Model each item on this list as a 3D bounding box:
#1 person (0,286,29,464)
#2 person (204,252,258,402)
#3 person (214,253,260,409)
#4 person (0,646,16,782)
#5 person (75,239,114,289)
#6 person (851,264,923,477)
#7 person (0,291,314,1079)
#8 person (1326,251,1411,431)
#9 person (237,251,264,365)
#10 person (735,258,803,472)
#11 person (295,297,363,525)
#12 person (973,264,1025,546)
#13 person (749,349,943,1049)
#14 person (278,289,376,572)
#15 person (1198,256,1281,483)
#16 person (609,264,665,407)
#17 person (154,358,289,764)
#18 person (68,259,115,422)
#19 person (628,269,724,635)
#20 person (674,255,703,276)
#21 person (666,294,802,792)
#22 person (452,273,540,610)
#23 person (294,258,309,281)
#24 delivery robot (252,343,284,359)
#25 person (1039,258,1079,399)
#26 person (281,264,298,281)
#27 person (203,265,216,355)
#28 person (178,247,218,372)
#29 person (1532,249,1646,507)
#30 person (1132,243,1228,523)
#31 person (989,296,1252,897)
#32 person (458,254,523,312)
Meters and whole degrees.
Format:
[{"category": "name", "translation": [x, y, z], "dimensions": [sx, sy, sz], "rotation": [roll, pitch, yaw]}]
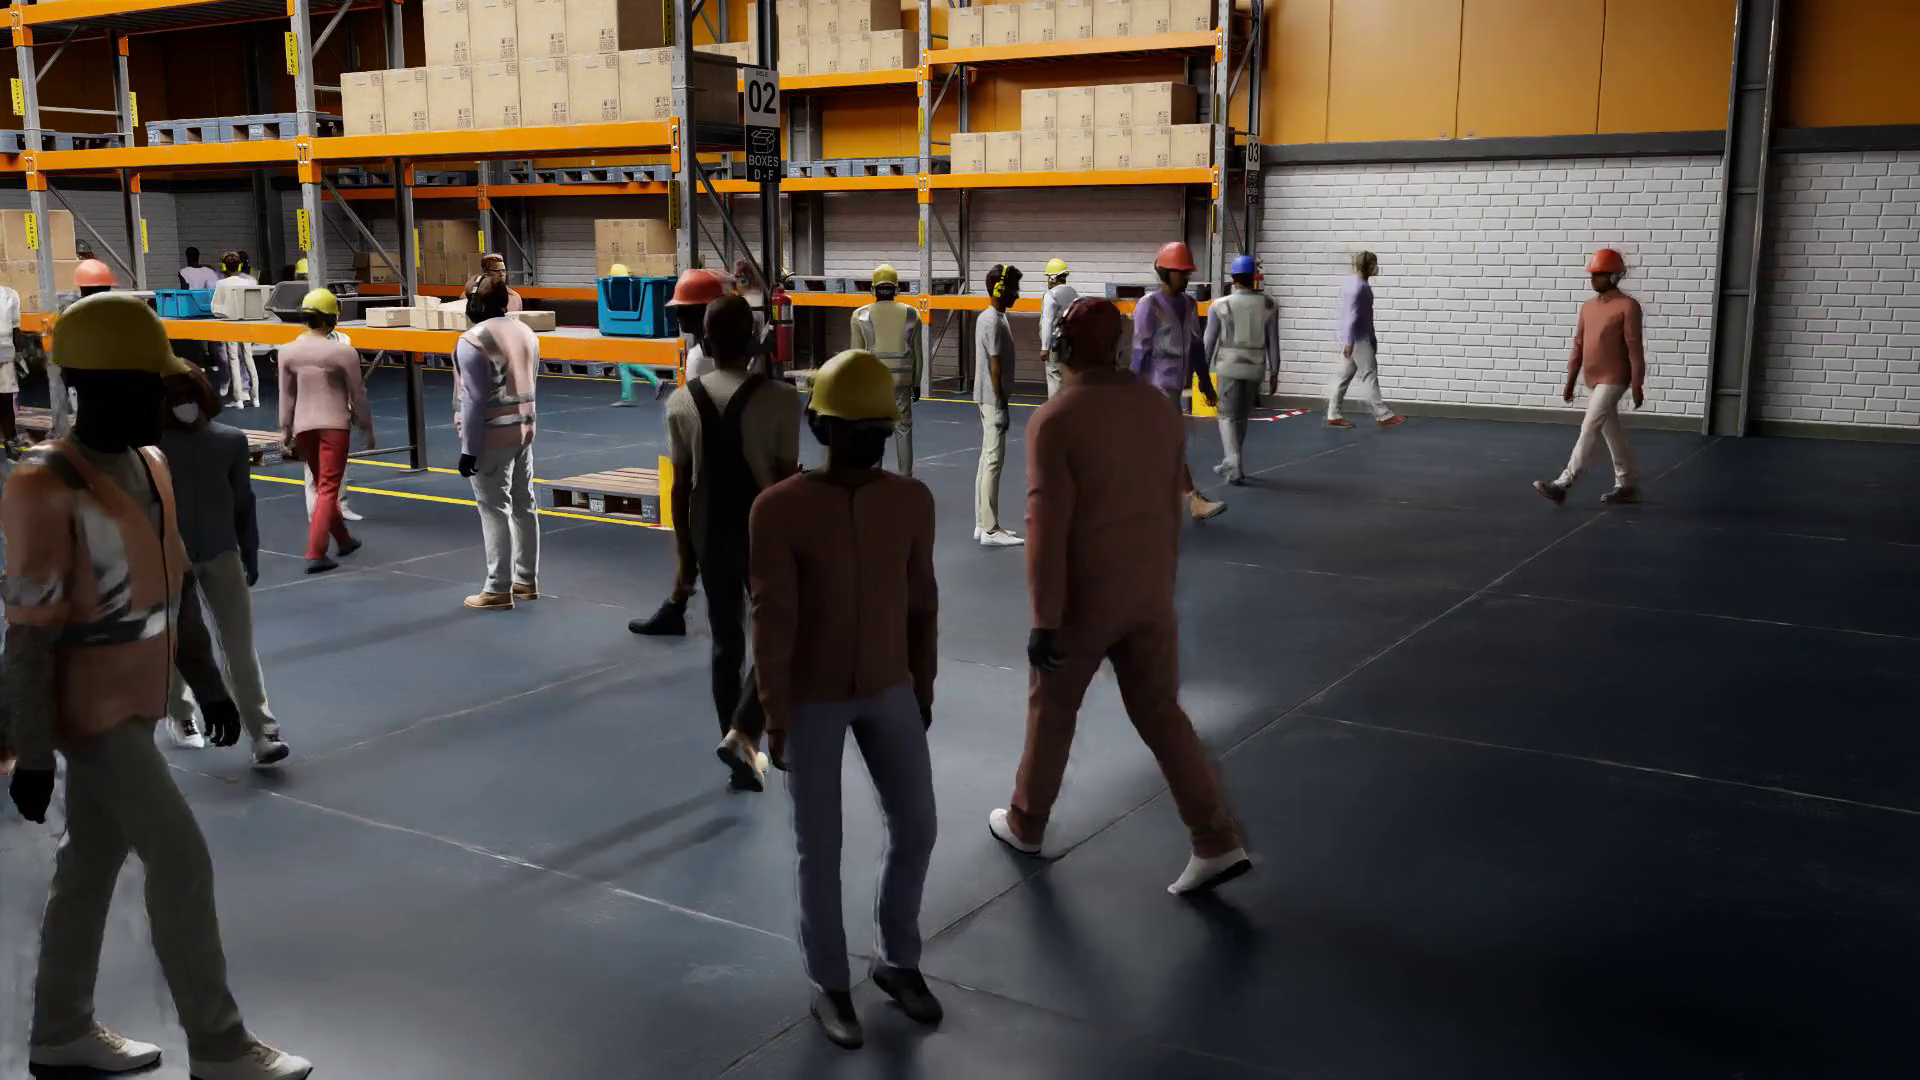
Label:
[{"category": "person", "translation": [-8.714, -1.640, 14.944], "dimensions": [0.379, 1.959, 0.603], "rotation": [9, 14, 41]}, {"category": "person", "translation": [-9.143, -2.681, 20.930], "dimensions": [0.658, 1.879, 0.552], "rotation": [-7, 12, -34]}, {"category": "person", "translation": [-8.723, -2.515, 20.043], "dimensions": [0.310, 1.868, 0.533], "rotation": [7, 12, 35]}, {"category": "person", "translation": [-3.799, -0.035, 6.174], "dimensions": [0.666, 1.921, 0.526], "rotation": [7, 12, 34]}, {"category": "person", "translation": [-11.709, -3.002, 22.263], "dimensions": [0.690, 2.000, 0.538], "rotation": [3, 11, 18]}, {"category": "person", "translation": [-0.588, -1.272, 13.255], "dimensions": [0.590, 1.833, 0.404], "rotation": [-3, 11, -15]}, {"category": "person", "translation": [-1.888, 0.379, 3.912], "dimensions": [0.852, 1.892, 0.610], "rotation": [-1, 10, -4]}, {"category": "person", "translation": [4.369, -2.104, 17.672], "dimensions": [0.957, 1.897, 0.661], "rotation": [3, 11, 17]}, {"category": "person", "translation": [-11.603, -3.759, 27.014], "dimensions": [0.624, 1.845, 0.430], "rotation": [-4, 11, -21]}, {"category": "person", "translation": [-1.584, -1.257, 13.029], "dimensions": [0.811, 1.883, 0.666], "rotation": [4, 11, 23]}, {"category": "person", "translation": [-4.498, -0.918, 11.833], "dimensions": [0.310, 1.636, 0.522], "rotation": [4, 11, 21]}, {"category": "person", "translation": [0.255, -0.898, 11.098], "dimensions": [0.327, 1.865, 0.518], "rotation": [-1, 10, -6]}, {"category": "person", "translation": [-0.276, 0.402, 4.189], "dimensions": [0.546, 1.760, 0.374], "rotation": [-5, 11, -26]}, {"category": "person", "translation": [-3.936, -0.695, 10.373], "dimensions": [0.535, 1.721, 0.834], "rotation": [2, 10, 9]}, {"category": "person", "translation": [2.329, -1.429, 13.994], "dimensions": [0.650, 1.889, 0.802], "rotation": [-2, 10, -10]}, {"category": "person", "translation": [-3.961, -2.482, 20.210], "dimensions": [0.589, 1.743, 0.552], "rotation": [-1, 10, -6]}, {"category": "person", "translation": [-2.912, 0.094, 6.391], "dimensions": [0.507, 1.572, 0.907], "rotation": [-10, 14, -43]}, {"category": "person", "translation": [-5.651, -0.914, 11.093], "dimensions": [0.537, 1.908, 0.948], "rotation": [-8, 13, -38]}, {"category": "person", "translation": [-1.182, -0.404, 8.325], "dimensions": [1.001, 1.893, 0.562], "rotation": [1, 10, 6]}, {"category": "person", "translation": [-2.346, -1.580, 14.668], "dimensions": [0.364, 1.939, 0.636], "rotation": [0, 10, -1]}, {"category": "person", "translation": [-0.804, 0.039, 5.975], "dimensions": [0.521, 1.833, 0.524], "rotation": [2, 10, 13]}, {"category": "person", "translation": [-2.560, -0.536, 9.154], "dimensions": [0.430, 1.845, 0.622], "rotation": [4, 11, 20]}, {"category": "person", "translation": [-8.393, -2.735, 21.463], "dimensions": [0.625, 1.800, 0.717], "rotation": [-2, 10, -9]}, {"category": "delivery robot", "translation": [-11.224, -3.129, 26.826], "dimensions": [0.707, 0.478, 0.477], "rotation": [-1, 10, -3]}, {"category": "person", "translation": [1.065, -2.145, 18.132], "dimensions": [0.404, 1.824, 0.586], "rotation": [7, 12, 34]}, {"category": "person", "translation": [-9.262, -2.969, 23.047], "dimensions": [0.378, 1.682, 0.557], "rotation": [1, 10, 3]}, {"category": "person", "translation": [-13.092, -3.997, 29.037], "dimensions": [0.504, 1.586, 0.861], "rotation": [-6, 12, -30]}, {"category": "person", "translation": [-11.741, -3.555, 25.673], "dimensions": [0.371, 1.915, 0.597], "rotation": [6, 12, 30]}, {"category": "person", "translation": [4.811, -1.221, 12.642], "dimensions": [1.023, 1.941, 0.653], "rotation": [-3, 11, -14]}, {"category": "person", "translation": [1.582, -1.125, 11.977], "dimensions": [1.023, 1.989, 0.636], "rotation": [9, 14, 42]}, {"category": "person", "translation": [0.481, 0.174, 5.210], "dimensions": [0.695, 1.854, 0.996], "rotation": [-7, 13, -36]}, {"category": "person", "translation": [-4.126, -1.584, 14.820], "dimensions": [0.402, 1.899, 0.635], "rotation": [10, 14, 43]}]
